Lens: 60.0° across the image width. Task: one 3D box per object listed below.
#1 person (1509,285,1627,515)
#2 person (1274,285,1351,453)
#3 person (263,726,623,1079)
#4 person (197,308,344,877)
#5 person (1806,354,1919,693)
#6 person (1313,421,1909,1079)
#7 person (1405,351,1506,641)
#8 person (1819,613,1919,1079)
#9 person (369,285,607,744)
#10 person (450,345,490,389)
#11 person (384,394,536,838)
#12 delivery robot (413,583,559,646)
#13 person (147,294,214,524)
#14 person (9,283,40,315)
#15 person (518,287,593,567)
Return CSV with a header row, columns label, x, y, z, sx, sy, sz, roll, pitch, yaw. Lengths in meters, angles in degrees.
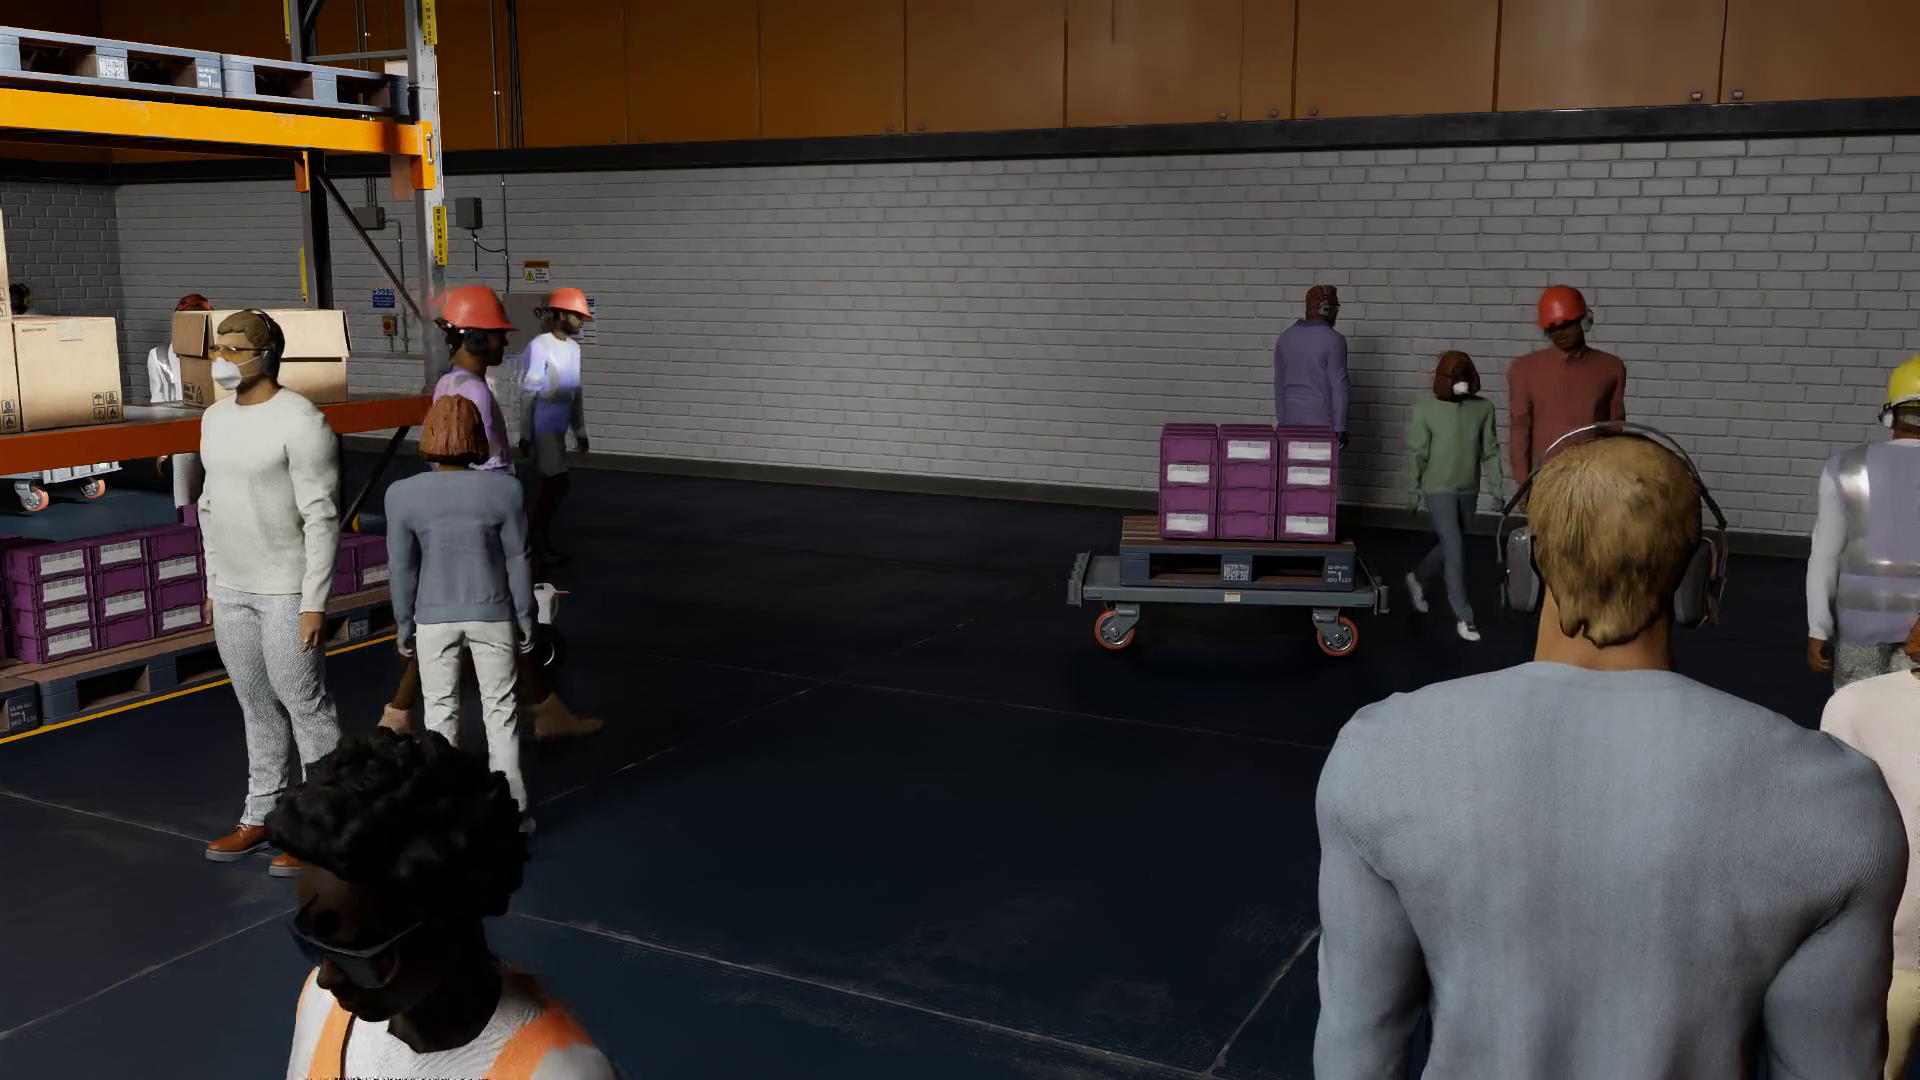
label,x,y,z,sx,sy,sz,roll,pitch,yaw
person,3.108,-0.318,8.541,0.604,1.956,0.612,2,10,11
person,2.499,-0.829,11.671,0.402,1.904,0.652,-6,12,-32
person,-0.523,1.001,1.733,0.545,1.678,0.380,8,13,40
person,-2.381,0.180,5.726,0.629,1.940,0.372,5,11,29
person,3.252,0.257,5.732,0.611,1.777,0.942,5,11,26
person,0.730,0.826,1.988,0.628,1.940,0.373,4,11,22
person,2.744,-0.283,9.396,0.532,1.596,0.784,-3,10,-15
person,1.816,0.796,3.070,0.497,1.628,0.287,3,10,17
person,-2.056,-0.058,6.980,1.002,2.008,0.610,-3,10,-18
person,-3.195,-0.531,10.843,0.841,1.588,0.533,6,12,32
person,-1.758,0.301,5.908,0.499,1.634,0.278,-2,10,-10
delivery robot,-2.404,0.362,8.407,0.707,0.478,0.477,-3,10,-20
person,-4.681,-0.576,10.300,0.568,1.878,0.352,-3,10,-19
person,-9.673,-1.759,17.360,0.561,1.809,1.001,5,11,28
person,-2.757,-0.756,11.267,0.600,1.889,0.567,2,10,10
